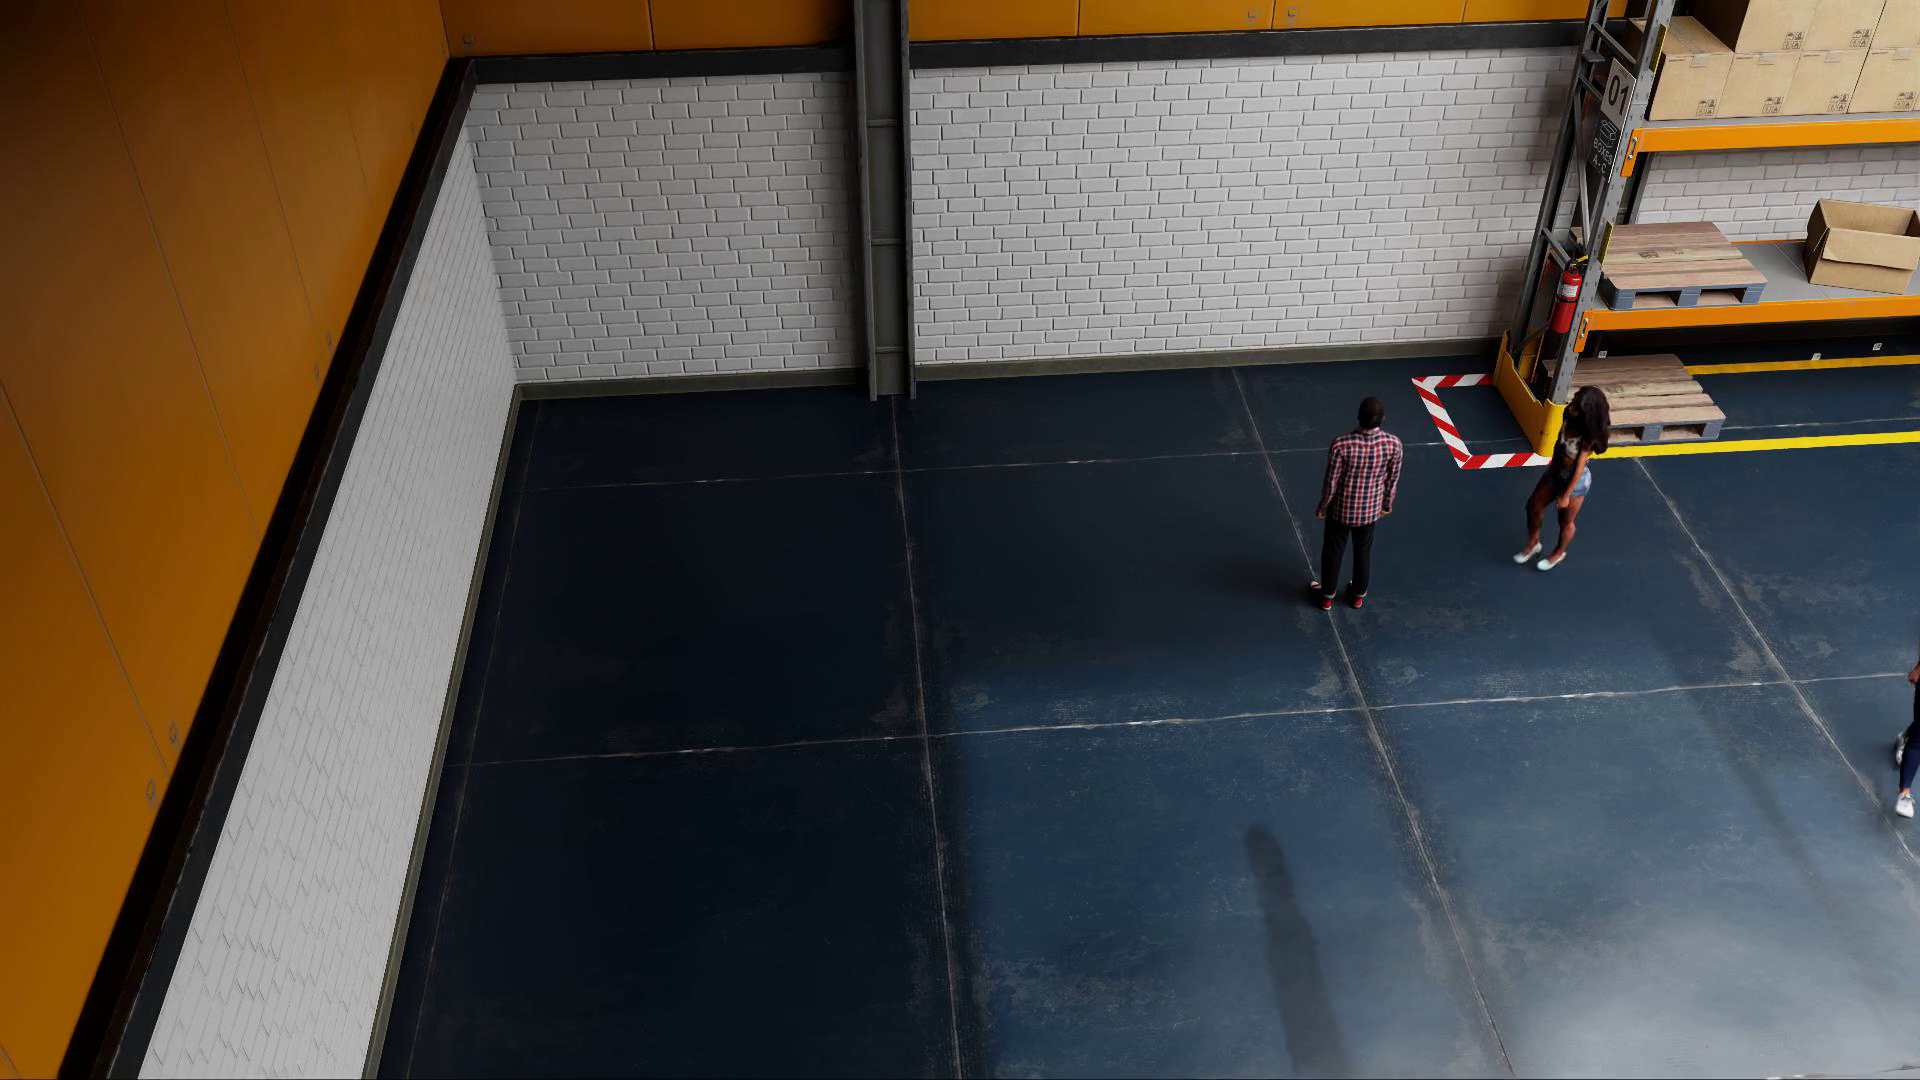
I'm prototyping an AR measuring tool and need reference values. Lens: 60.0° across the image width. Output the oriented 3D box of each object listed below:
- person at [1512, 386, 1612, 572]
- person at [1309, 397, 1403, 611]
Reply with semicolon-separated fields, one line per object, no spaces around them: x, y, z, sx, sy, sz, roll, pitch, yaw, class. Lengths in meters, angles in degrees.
4.429;-0.423;11.958;0.662;1.613;0.609;-7;39;-9;person
2.756;-0.255;11.629;0.491;1.761;0.747;-4;39;-4;person
